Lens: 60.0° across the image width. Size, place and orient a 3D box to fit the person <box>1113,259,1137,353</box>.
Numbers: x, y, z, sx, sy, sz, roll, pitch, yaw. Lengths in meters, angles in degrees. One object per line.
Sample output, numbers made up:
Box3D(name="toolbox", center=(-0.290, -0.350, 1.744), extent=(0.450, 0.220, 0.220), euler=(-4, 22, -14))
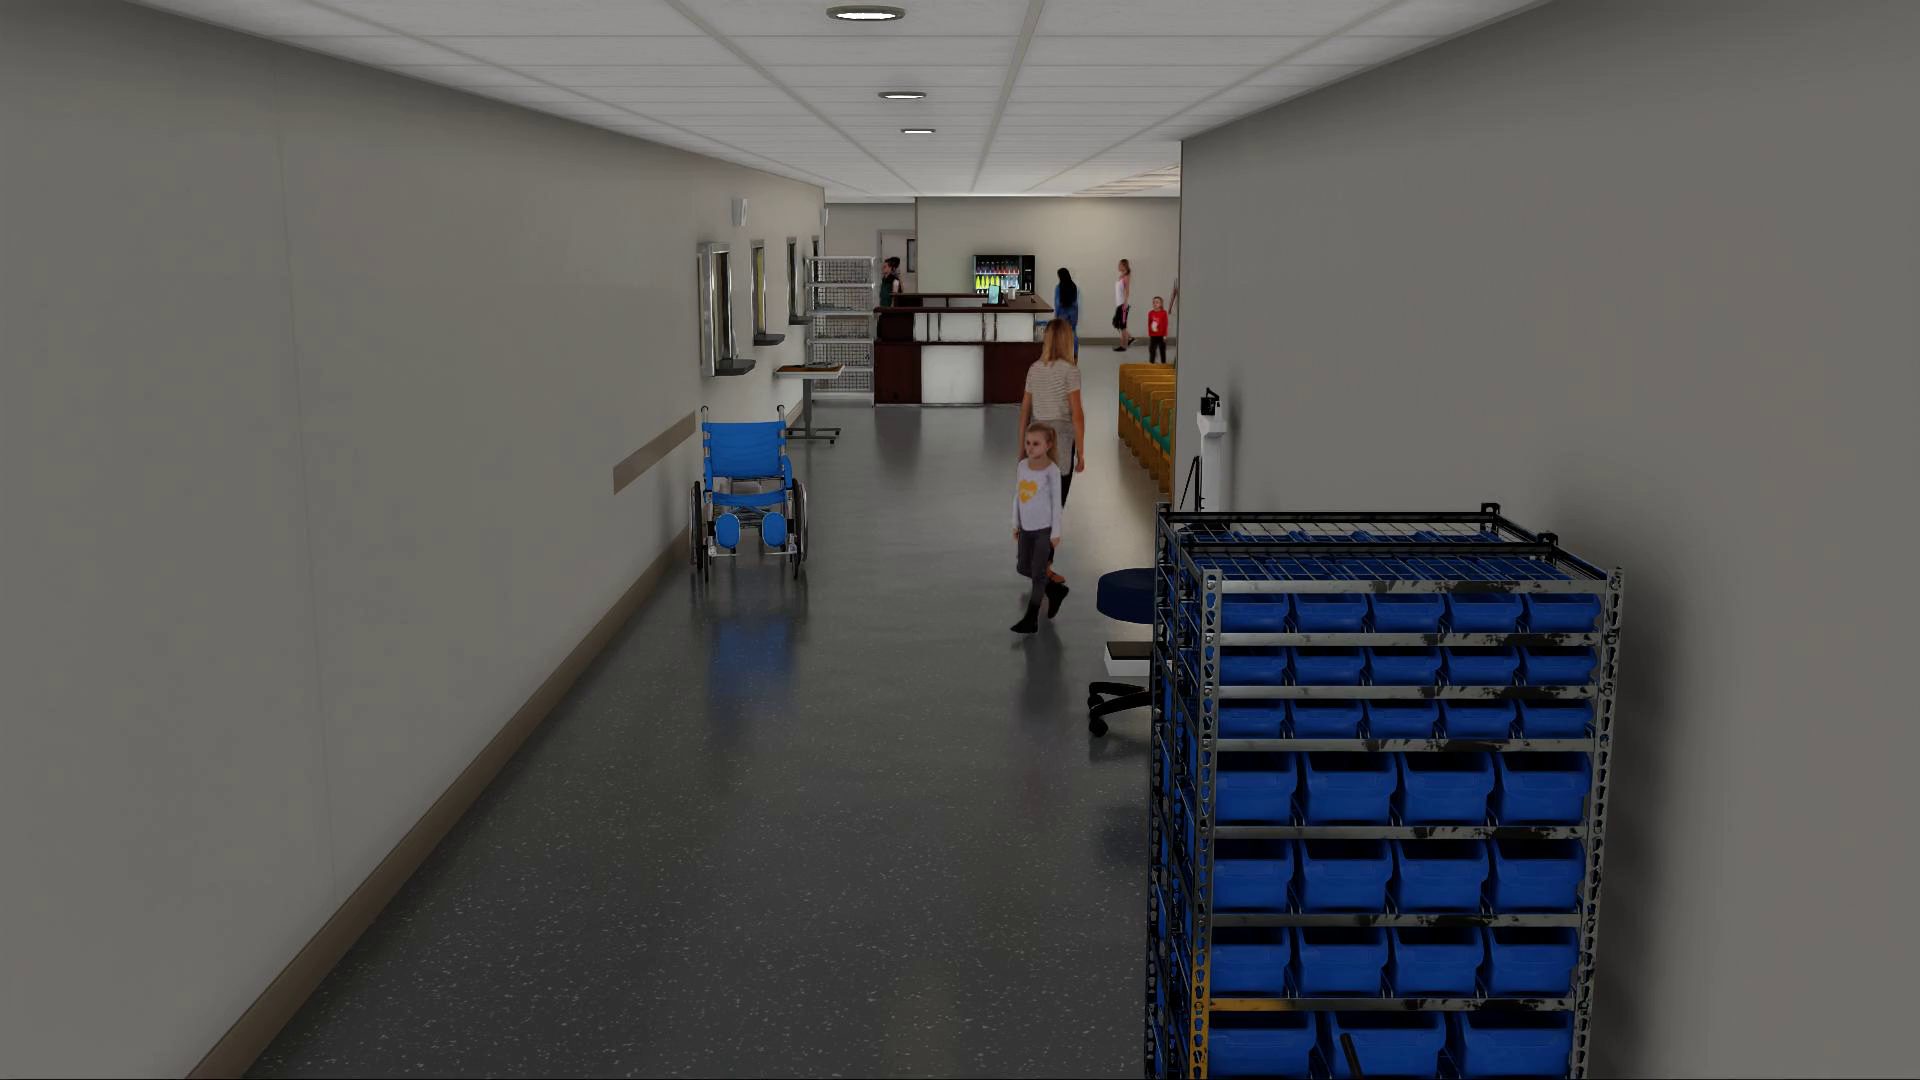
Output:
Box3D(name="person", center=(3.227, -4.509, 32.033), extent=(0.783, 1.782, 0.715), euler=(-3, 11, -13))

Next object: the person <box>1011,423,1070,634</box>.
Box3D(name="person", center=(0.504, -0.080, 10.076), extent=(0.792, 1.267, 0.851), euler=(10, 15, 43))

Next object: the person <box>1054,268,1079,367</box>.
Box3D(name="person", center=(1.858, -3.798, 28.588), extent=(1.174, 1.670, 1.026), euler=(-4, 11, -19))

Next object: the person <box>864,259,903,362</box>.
Box3D(name="person", center=(-1.159, -4.020, 29.395), extent=(1.225, 1.805, 1.046), euler=(-7, 13, -32))

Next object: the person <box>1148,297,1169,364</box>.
Box3D(name="person", center=(3.273, -3.333, 27.248), extent=(0.900, 1.256, 0.776), euler=(5, 12, 23))

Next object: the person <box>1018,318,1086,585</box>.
Box3D(name="person", center=(0.557, -0.566, 11.168), extent=(0.742, 1.815, 0.807), euler=(9, 14, 40))

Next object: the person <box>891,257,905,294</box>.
Box3D(name="person", center=(-1.548, -5.389, 36.915), extent=(1.165, 1.691, 1.036), euler=(-9, 14, -40))
